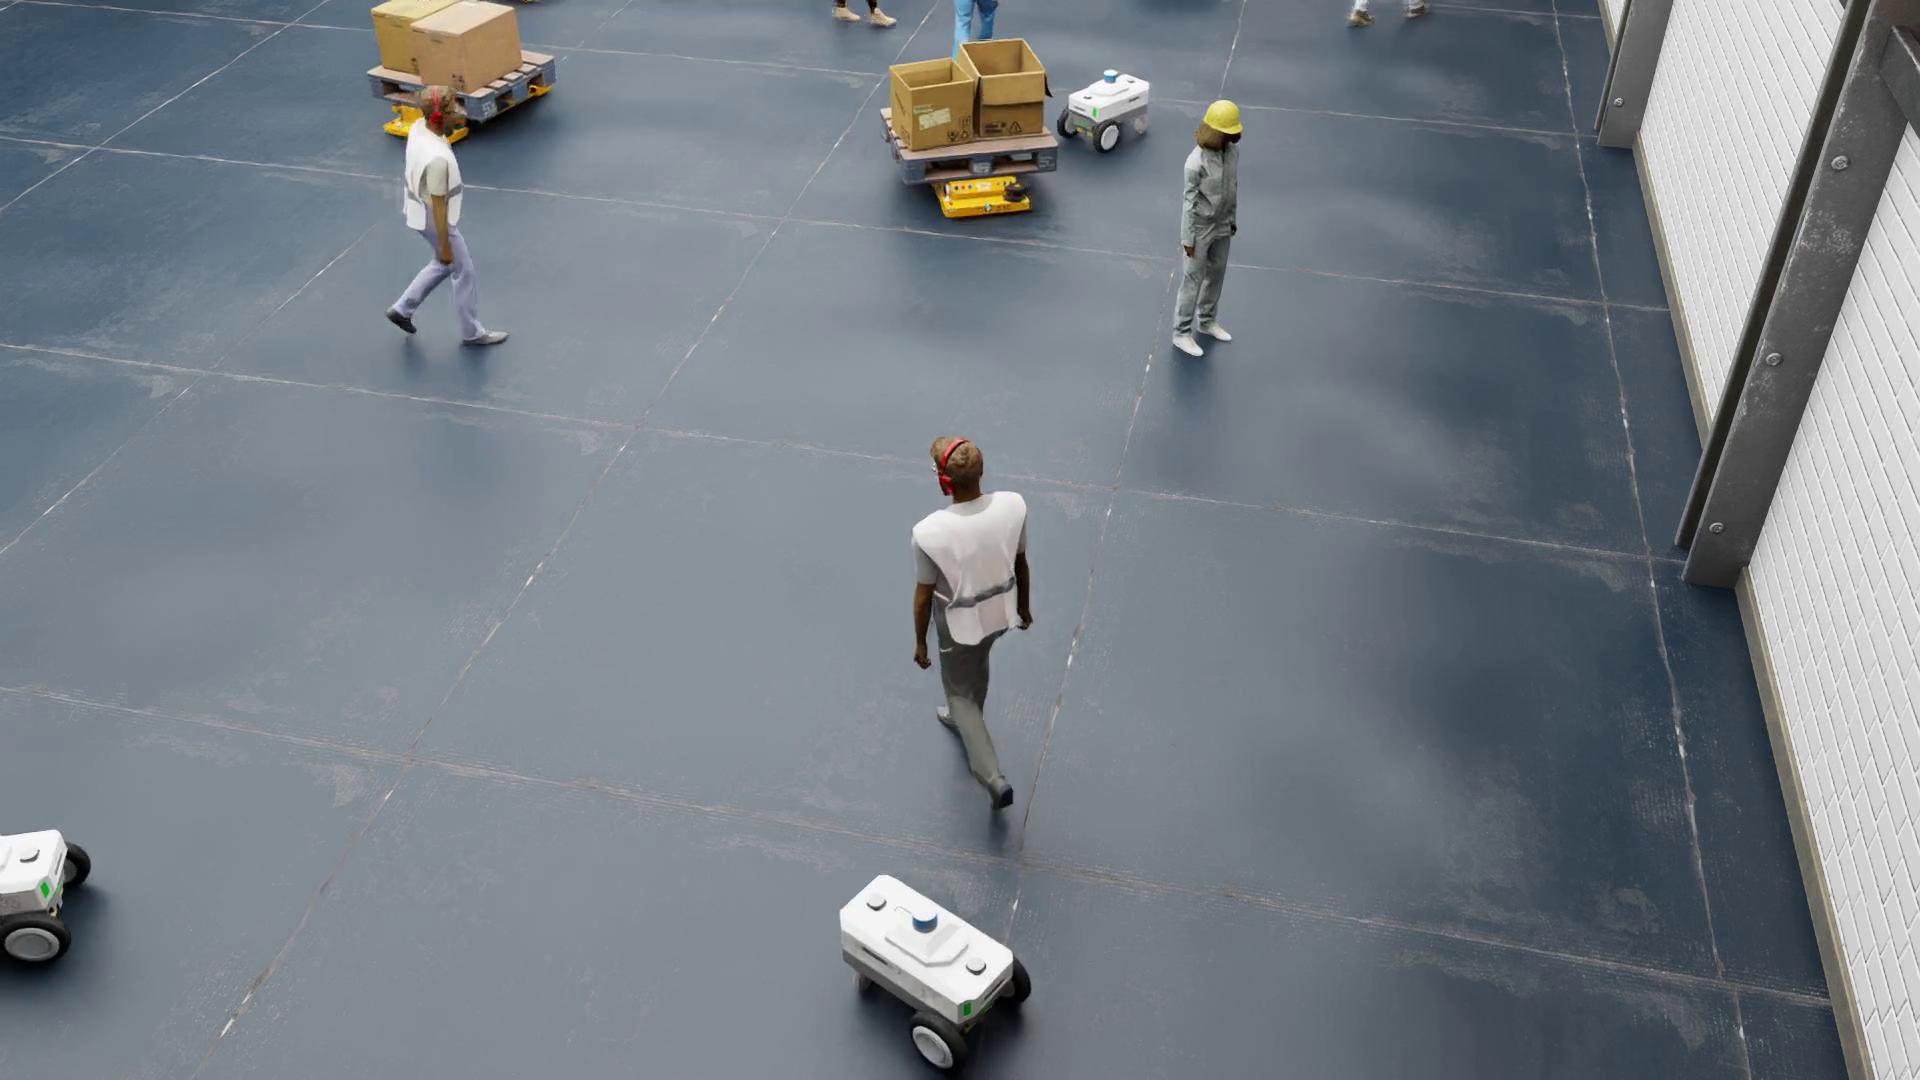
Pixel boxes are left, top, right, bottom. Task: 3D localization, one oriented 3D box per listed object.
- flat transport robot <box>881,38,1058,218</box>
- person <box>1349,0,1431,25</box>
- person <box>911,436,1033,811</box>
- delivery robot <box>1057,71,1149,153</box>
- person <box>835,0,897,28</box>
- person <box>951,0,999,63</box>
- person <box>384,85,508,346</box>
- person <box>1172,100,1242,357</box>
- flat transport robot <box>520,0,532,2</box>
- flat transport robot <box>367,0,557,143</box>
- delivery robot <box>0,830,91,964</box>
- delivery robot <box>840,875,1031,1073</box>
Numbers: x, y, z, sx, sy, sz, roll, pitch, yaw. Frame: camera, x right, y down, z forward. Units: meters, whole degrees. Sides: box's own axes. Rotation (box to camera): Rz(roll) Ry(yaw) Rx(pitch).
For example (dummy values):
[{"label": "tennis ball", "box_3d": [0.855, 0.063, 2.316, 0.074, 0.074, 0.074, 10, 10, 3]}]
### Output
[{"label": "flat transport robot", "box_3d": [0.072, -2.961, 13.181, 0.659, 0.231, 1.431, -7, 37, -10]}, {"label": "person", "box_3d": [4.161, -5.793, 15.665, 0.957, 1.846, 0.577, -24, 43, -29]}, {"label": "person", "box_3d": [0.090, 0.376, 7.435, 0.607, 1.805, 0.794, -21, 42, -26]}, {"label": "delivery robot", "box_3d": [1.213, -3.569, 13.764, 0.794, 0.603, 0.499, -29, 46, -33]}, {"label": "person", "box_3d": [-0.884, -5.672, 15.638, 0.747, 1.661, 0.533, 7, 37, 9]}, {"label": "person", "box_3d": [0.128, -4.913, 14.616, 0.498, 1.687, 0.872, 8, 38, 11]}, {"label": "person", "box_3d": [-3.410, -2.024, 10.644, 0.668, 1.812, 0.607, -13, 39, -17]}, {"label": "person", "box_3d": [1.612, -2.001, 10.673, 0.493, 1.730, 0.321, -30, 46, -34]}, {"label": "flat transport robot", "box_3d": [-4.233, -5.845, 17.041, 0.659, 0.231, 1.431, 18, 40, 22]}, {"label": "flat transport robot", "box_3d": [-4.211, -3.762, 14.252, 0.659, 0.231, 1.431, 17, 40, 21]}, {"label": "delivery robot", "box_3d": [-4.131, 1.465, 6.996, 0.733, 0.566, 0.503, -7, 37, -10]}, {"label": "delivery robot", "box_3d": [-0.116, 1.703, 6.701, 0.766, 0.595, 0.505, 25, 44, 30]}]
